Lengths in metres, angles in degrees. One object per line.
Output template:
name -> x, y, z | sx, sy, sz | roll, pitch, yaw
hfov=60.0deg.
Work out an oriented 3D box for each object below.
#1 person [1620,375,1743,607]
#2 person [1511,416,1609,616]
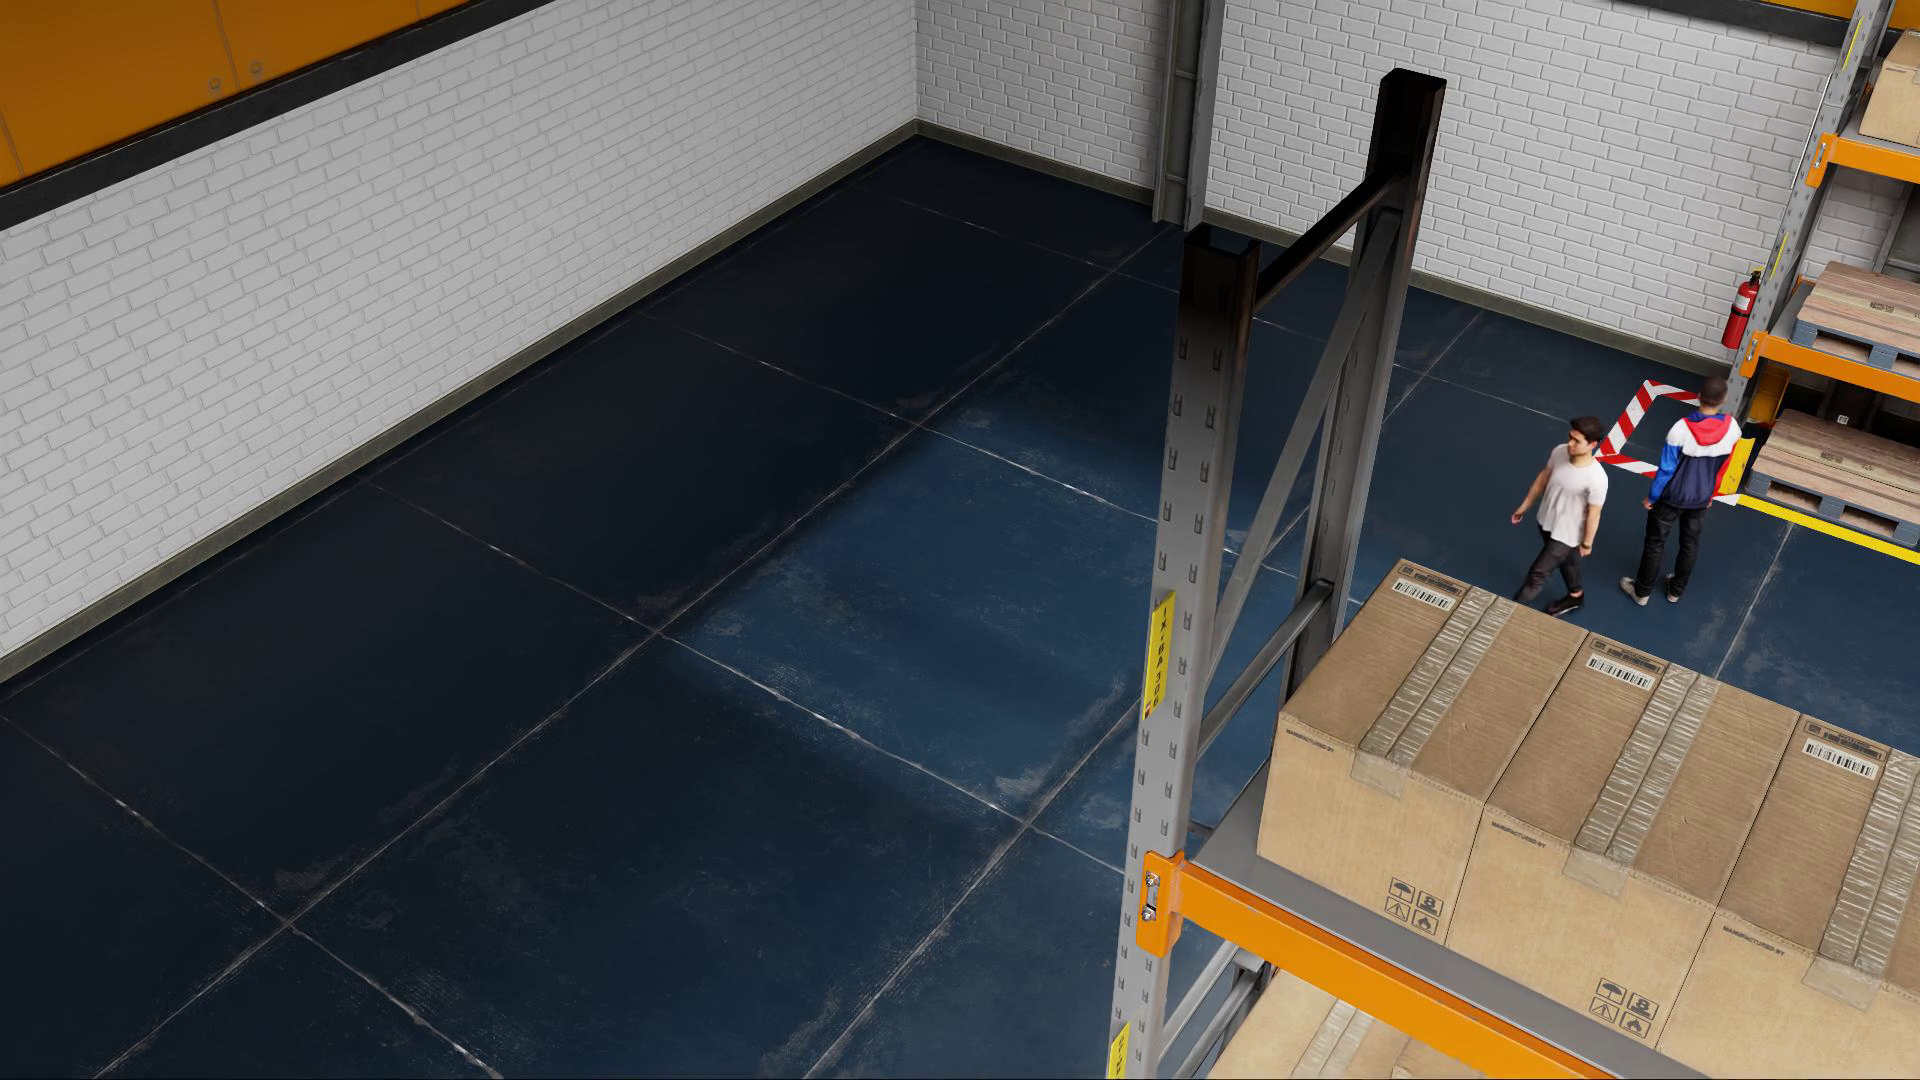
person -> 4.800, -0.318, 11.025 | 0.676, 1.757, 0.769 | -2, 39, -2
person -> 3.992, -0.108, 10.828 | 1.148, 1.673, 1.118 | -8, 39, -10
